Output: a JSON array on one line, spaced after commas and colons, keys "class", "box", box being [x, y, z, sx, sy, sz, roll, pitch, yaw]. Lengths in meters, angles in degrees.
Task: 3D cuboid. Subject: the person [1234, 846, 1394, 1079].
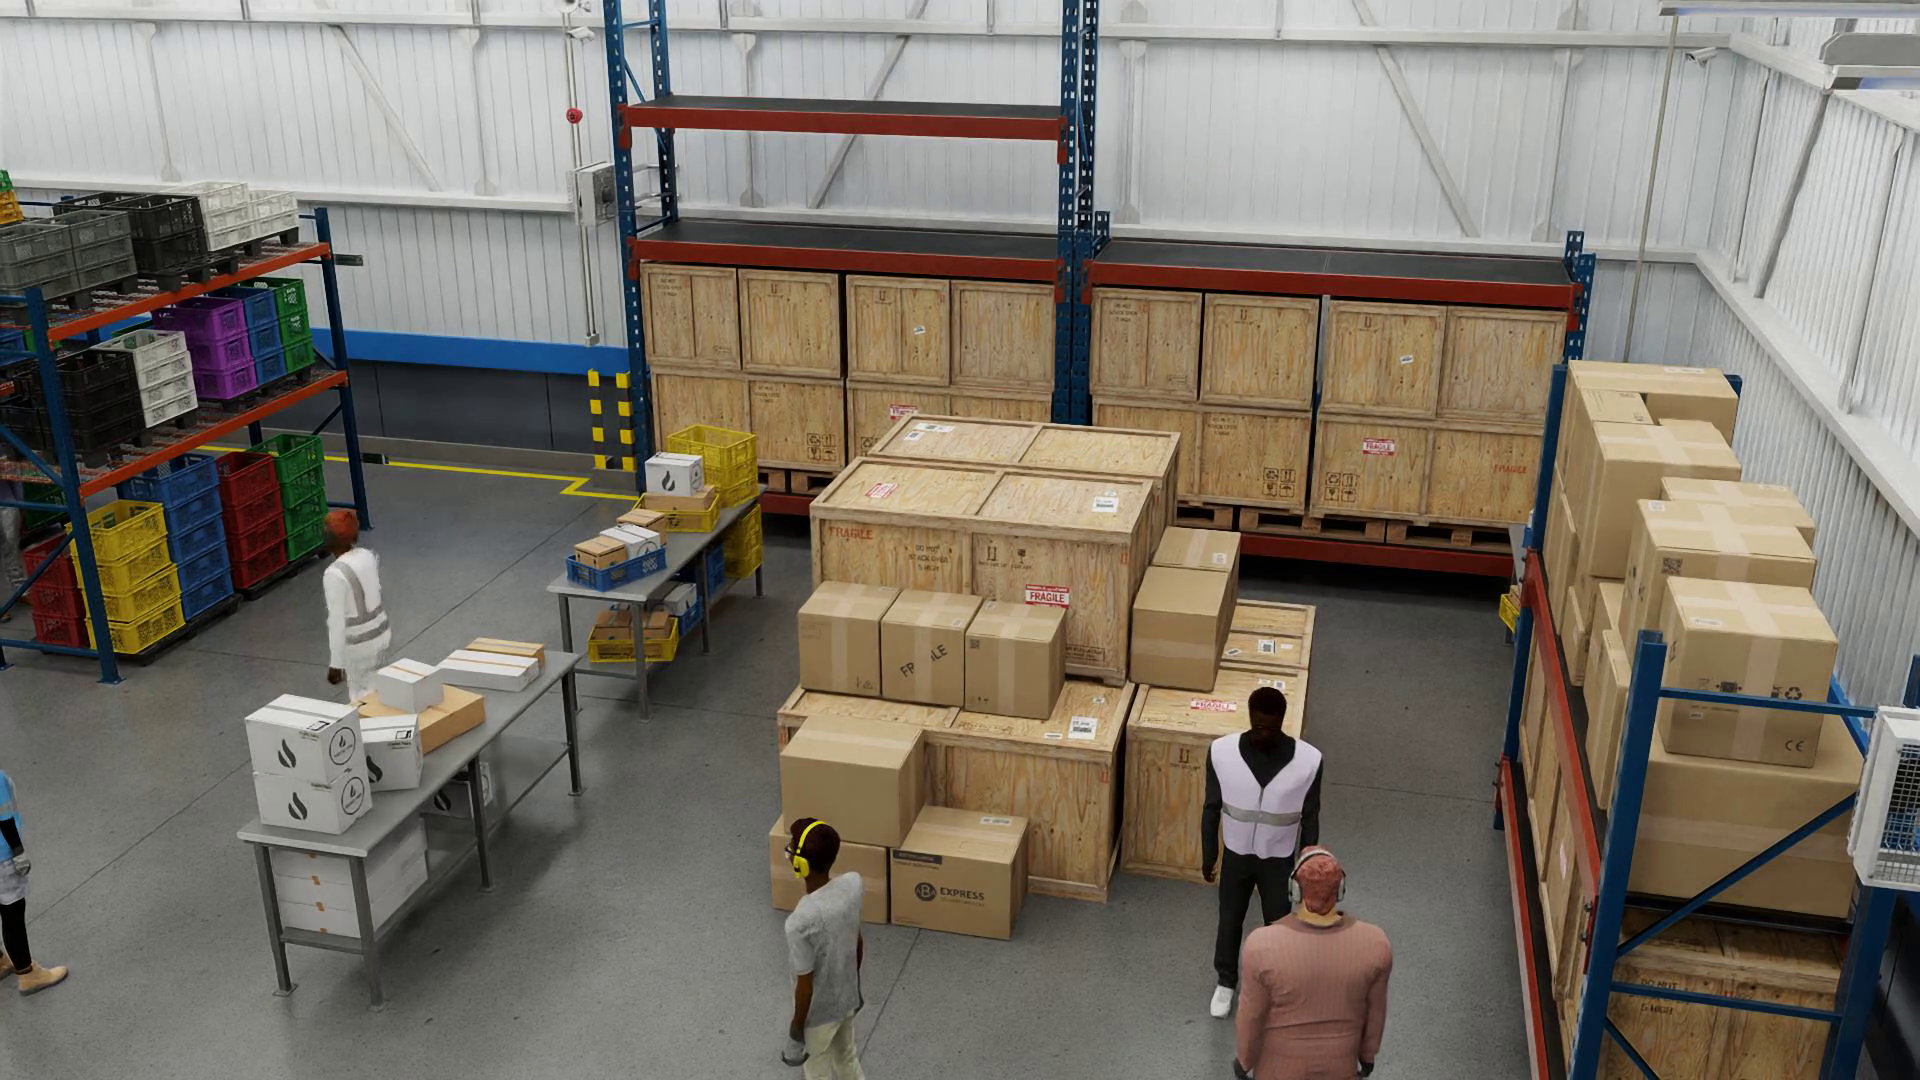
[{"class": "person", "box": [1.471, 2.161, 7.086, 0.640, 1.904, 0.409, -2, 21, -4]}]

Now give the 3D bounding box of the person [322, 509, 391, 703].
[{"class": "person", "box": [-3.936, 0.704, 10.962, 0.364, 1.863, 0.656, 1, 21, 4]}]

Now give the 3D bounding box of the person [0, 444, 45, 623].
[{"class": "person", "box": [-7.875, -0.290, 13.458, 0.371, 1.933, 0.634, 10, 23, 24]}]

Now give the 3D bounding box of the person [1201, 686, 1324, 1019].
[{"class": "person", "box": [1.531, 1.599, 8.553, 0.592, 1.912, 0.385, 4, 21, 11]}]

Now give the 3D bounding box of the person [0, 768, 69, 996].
[{"class": "person", "box": [-5.121, 1.616, 8.791, 0.537, 1.700, 0.318, 11, 23, 26]}]

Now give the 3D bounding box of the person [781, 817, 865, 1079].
[{"class": "person", "box": [-0.603, 2.073, 7.362, 0.313, 1.869, 0.528, 12, 24, 29]}]
